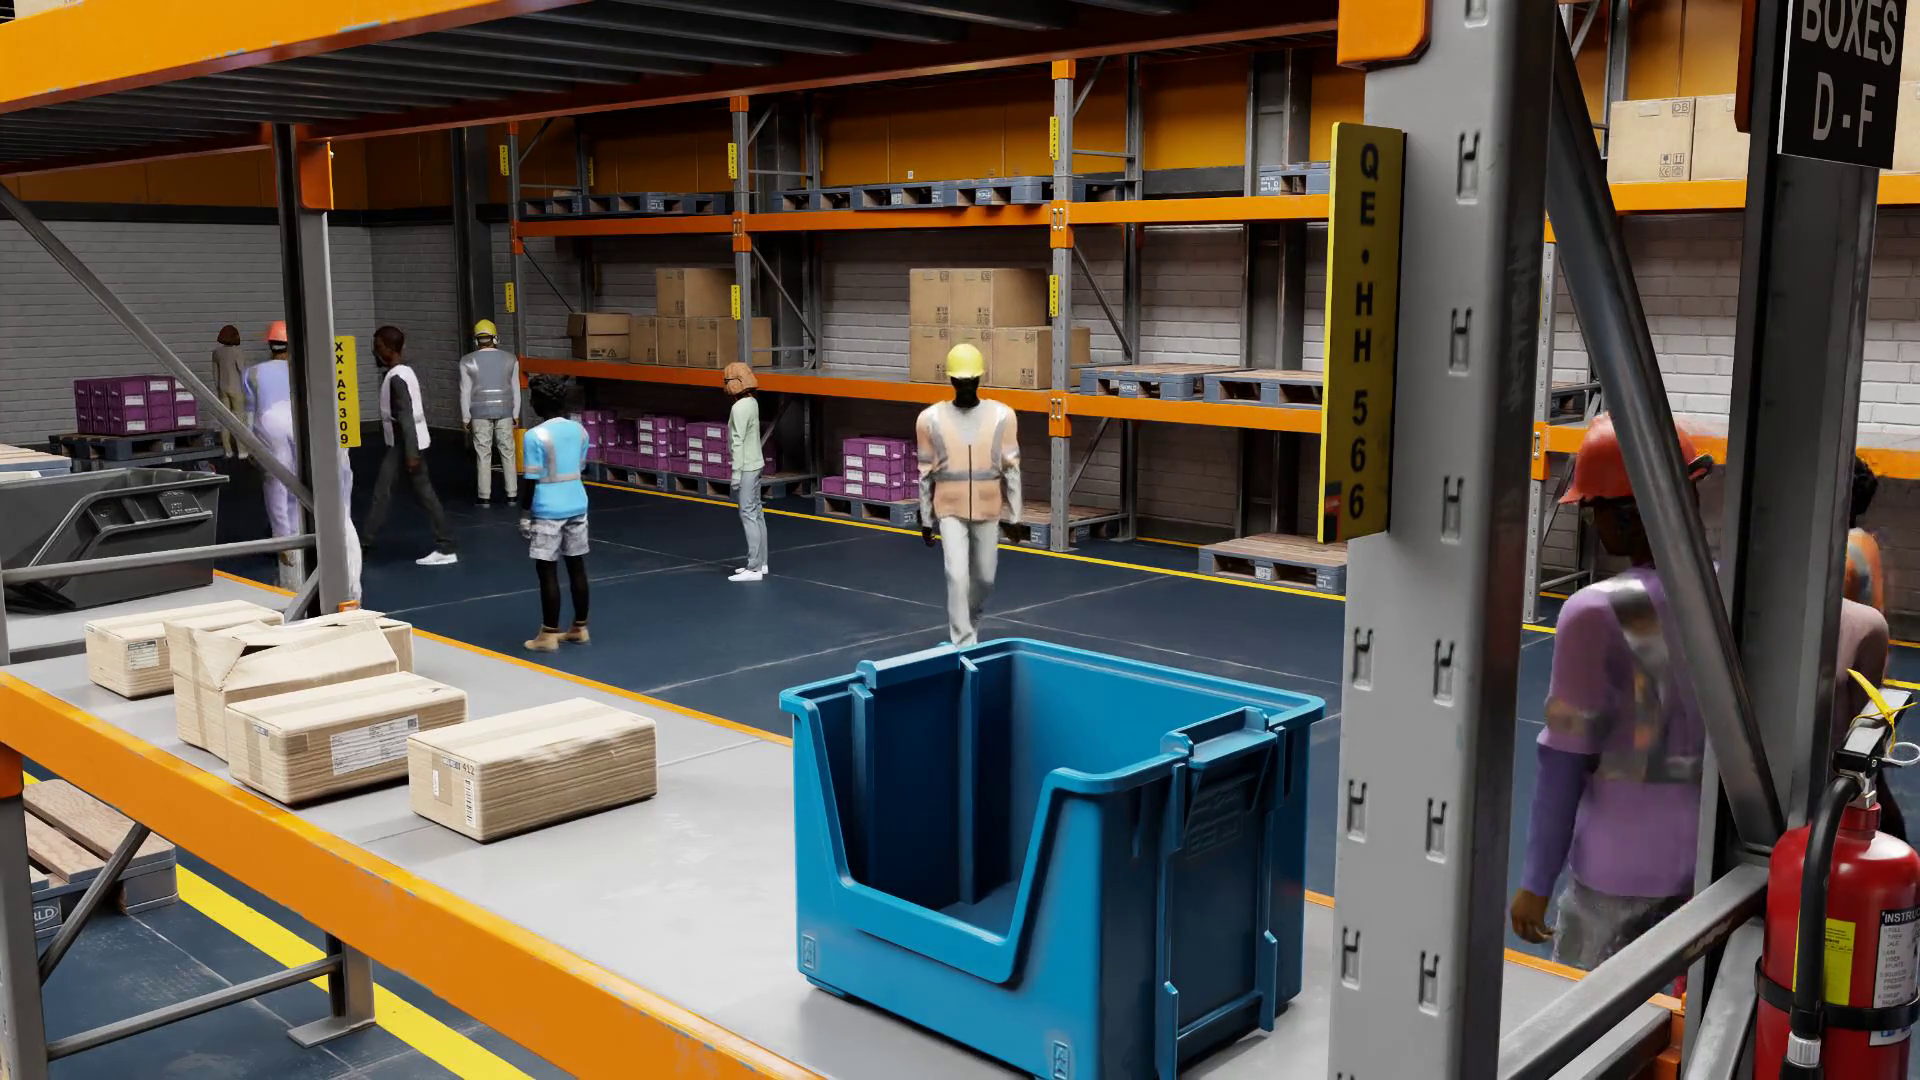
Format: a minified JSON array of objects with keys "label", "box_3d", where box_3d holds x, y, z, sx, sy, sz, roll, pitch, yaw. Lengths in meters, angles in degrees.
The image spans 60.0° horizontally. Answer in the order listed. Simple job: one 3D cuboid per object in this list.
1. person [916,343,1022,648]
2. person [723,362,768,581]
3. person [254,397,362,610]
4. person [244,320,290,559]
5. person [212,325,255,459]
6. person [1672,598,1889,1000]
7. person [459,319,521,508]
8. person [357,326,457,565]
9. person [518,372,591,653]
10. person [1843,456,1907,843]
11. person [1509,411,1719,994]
[{"label":"person","box_3d":[0.044,-0.194,9.637,0.599,1.898,0.811,-1,9,-6]},{"label":"person","box_3d":[-1.609,-0.509,12.416,0.288,1.626,0.497,1,9,4]},{"label":"person","box_3d":[-3.518,-0.075,8.888,0.844,1.913,0.637,4,10,25]},{"label":"person","box_3d":[-5.269,-0.753,12.989,0.574,1.918,0.423,-1,9,-5]},{"label":"person","box_3d":[-8.871,-1.800,20.295,0.498,1.634,0.281,4,10,21]},{"label":"person","box_3d":[2.206,0.707,4.513,0.523,1.769,0.320,2,9,12]},{"label":"person","box_3d":[-4.569,-1.226,16.188,0.587,1.826,0.404,-5,10,-28]},{"label":"person","box_3d":[-4.417,-0.710,12.872,0.999,1.868,0.620,-2,10,-14]},{"label":"person","box_3d":[-2.451,-0.163,10.071,0.318,1.697,0.539,5,11,28]},{"label":"person","box_3d":[3.126,0.502,6.111,0.881,1.645,0.537,6,11,31]},{"label":"person","box_3d":[1.575,0.710,3.763,0.610,2.014,0.546,-5,10,-28]}]
